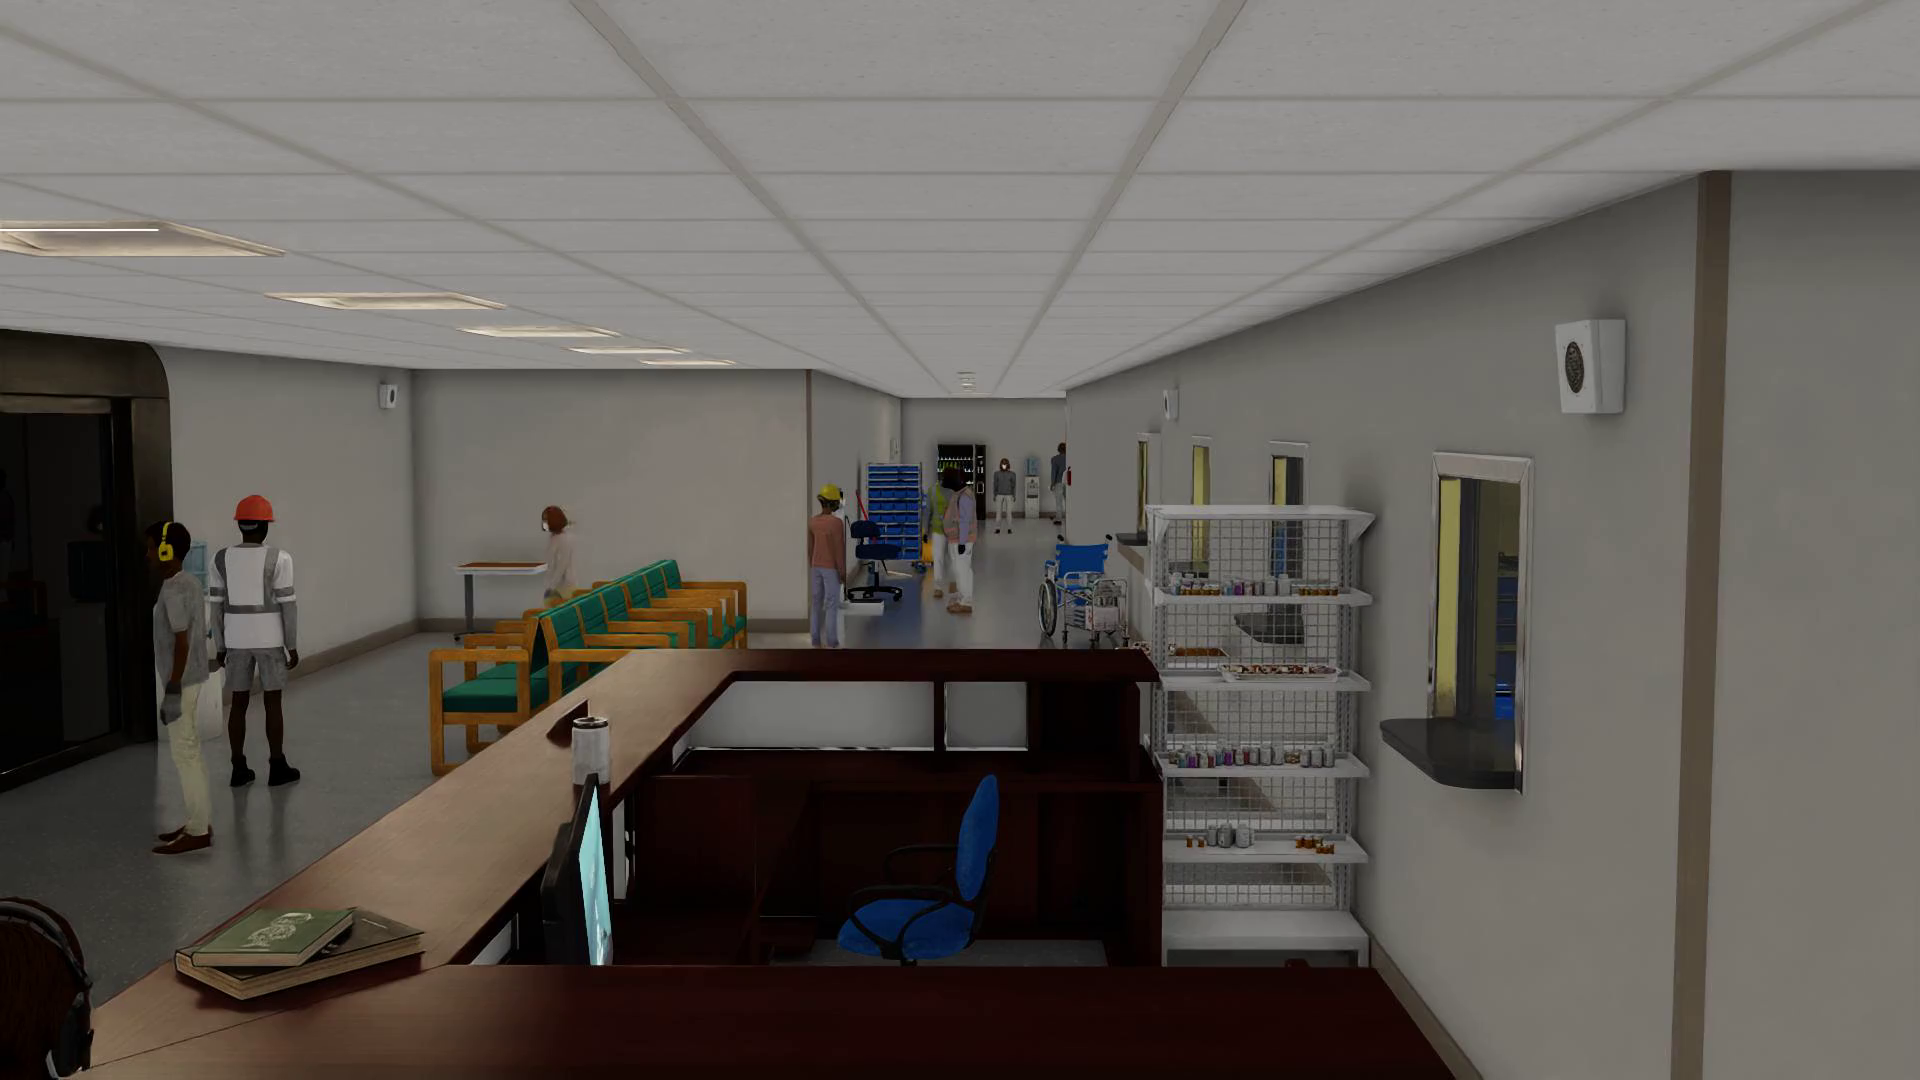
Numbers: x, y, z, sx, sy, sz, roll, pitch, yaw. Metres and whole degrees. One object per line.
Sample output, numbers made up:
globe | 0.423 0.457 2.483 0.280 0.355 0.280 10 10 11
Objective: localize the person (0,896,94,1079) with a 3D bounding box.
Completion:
person | -1.187 1.360 2.066 0.628 1.838 0.430 -2 5 -25

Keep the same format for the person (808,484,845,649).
person | -1.368 0.305 17.306 0.331 1.768 0.527 -4 6 -44

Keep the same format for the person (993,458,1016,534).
person | 0.957 -0.945 35.752 0.497 1.634 0.279 0 4 6

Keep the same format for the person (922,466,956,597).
person | -0.167 -0.108 22.769 0.720 1.814 0.435 0 4 4

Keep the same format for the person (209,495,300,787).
person | -4.668 0.667 11.048 0.552 1.934 0.363 0 4 -2

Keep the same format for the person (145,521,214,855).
person | -4.393 0.825 9.343 0.310 1.863 0.533 -1 4 -15

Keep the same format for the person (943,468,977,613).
person | -0.006 0.009 21.043 0.431 1.836 0.619 -1 4 -11
